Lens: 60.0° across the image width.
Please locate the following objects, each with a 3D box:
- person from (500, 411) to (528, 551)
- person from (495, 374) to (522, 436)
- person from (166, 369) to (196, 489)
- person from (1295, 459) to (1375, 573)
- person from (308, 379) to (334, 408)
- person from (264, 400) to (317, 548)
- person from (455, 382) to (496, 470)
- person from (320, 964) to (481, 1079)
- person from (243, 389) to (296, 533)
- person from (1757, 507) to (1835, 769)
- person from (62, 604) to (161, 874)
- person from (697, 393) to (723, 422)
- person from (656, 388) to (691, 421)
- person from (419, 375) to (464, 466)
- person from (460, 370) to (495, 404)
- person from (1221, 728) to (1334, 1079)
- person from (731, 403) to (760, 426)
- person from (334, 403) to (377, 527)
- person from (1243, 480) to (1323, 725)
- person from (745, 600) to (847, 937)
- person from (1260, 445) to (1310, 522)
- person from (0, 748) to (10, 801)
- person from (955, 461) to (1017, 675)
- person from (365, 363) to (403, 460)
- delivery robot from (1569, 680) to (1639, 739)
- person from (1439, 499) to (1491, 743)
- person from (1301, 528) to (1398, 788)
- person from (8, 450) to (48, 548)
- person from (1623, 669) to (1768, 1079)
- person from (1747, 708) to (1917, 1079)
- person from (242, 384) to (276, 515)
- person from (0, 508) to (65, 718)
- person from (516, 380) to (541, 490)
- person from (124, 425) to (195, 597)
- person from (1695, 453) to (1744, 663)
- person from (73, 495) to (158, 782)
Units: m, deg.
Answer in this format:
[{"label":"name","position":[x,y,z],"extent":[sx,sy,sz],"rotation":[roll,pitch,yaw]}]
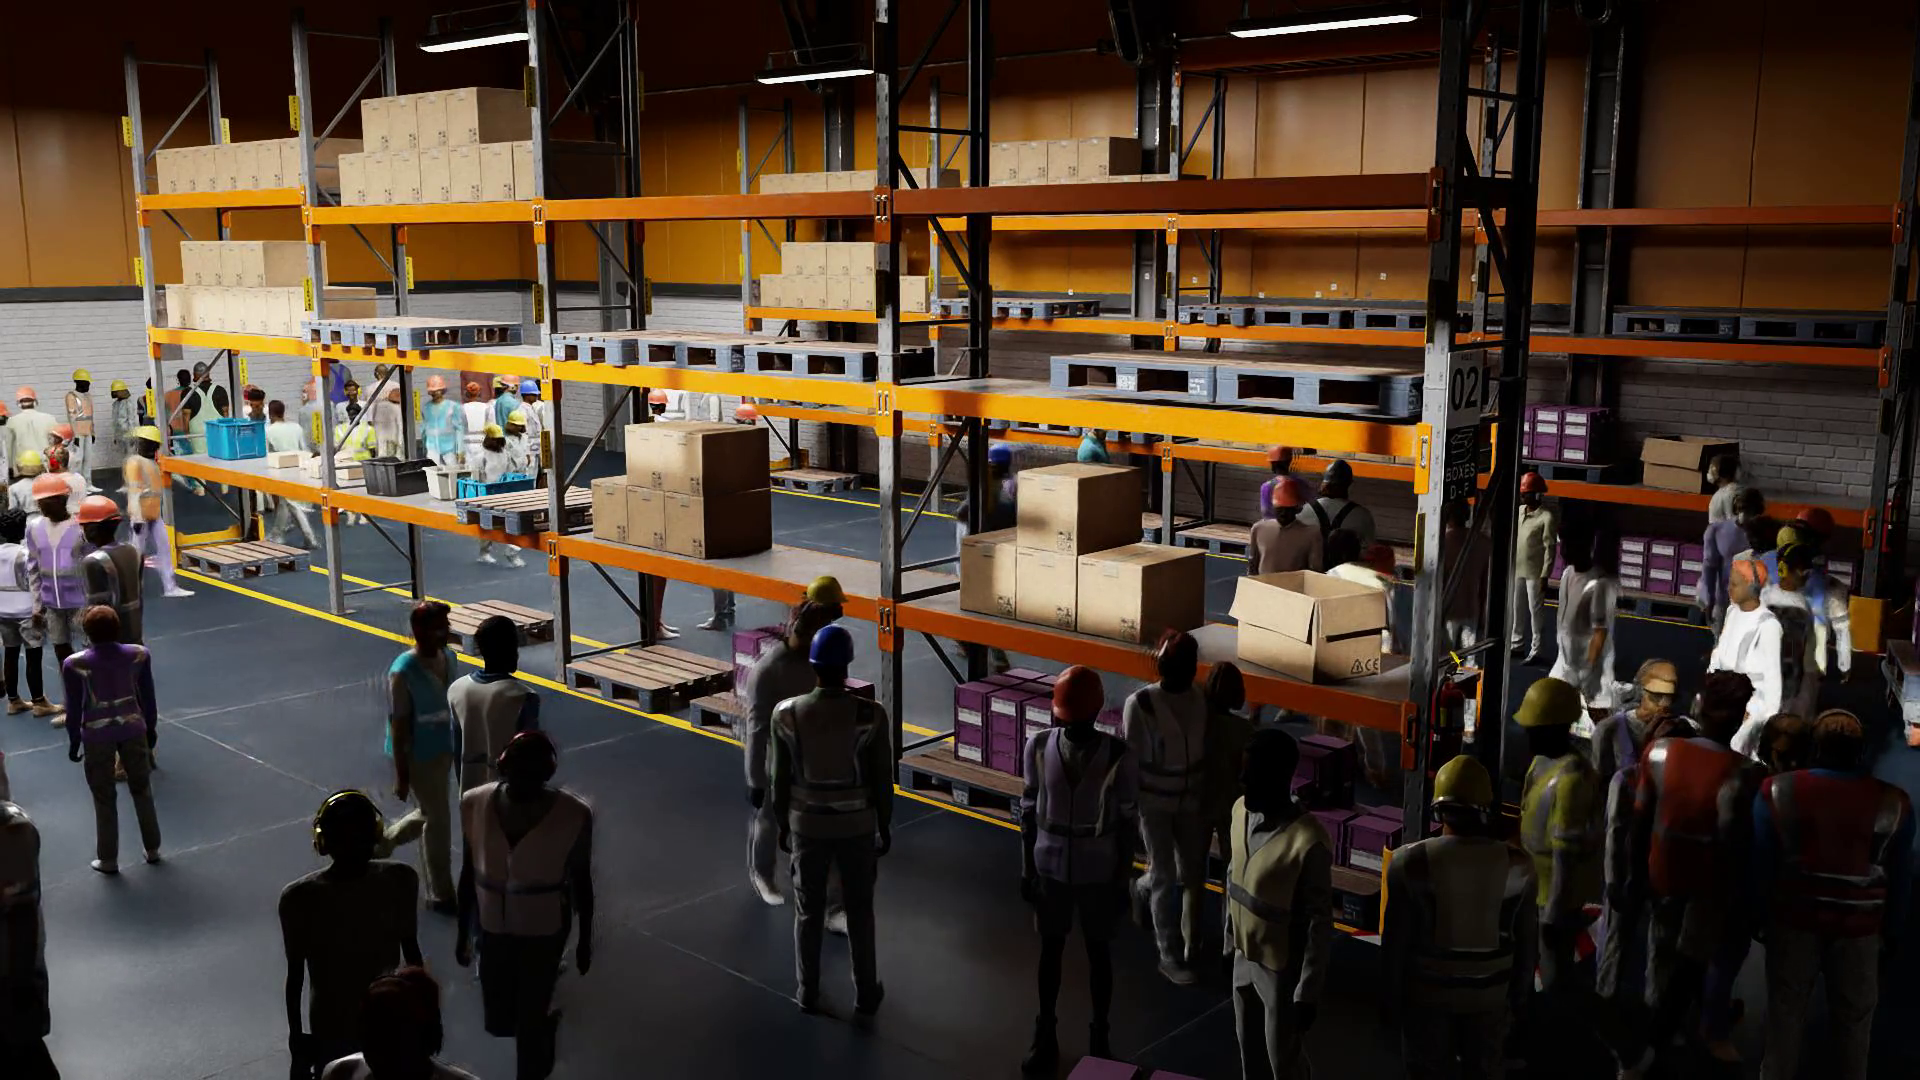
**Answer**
[{"label":"person","position":[-5.525,-0.744,20.752],"extent":[0.313,1.738,0.483],"rotation":[4,11,20]},{"label":"person","position":[-6.401,-1.403,23.755],"extent":[0.377,1.995,0.611],"rotation":[-9,13,-40]},{"label":"person","position":[-12.000,-1.699,25.744],"extent":[0.596,1.891,0.553],"rotation":[2,10,13]},{"label":"person","position":[3.098,0.336,13.791],"extent":[0.690,2.000,0.538],"rotation":[4,11,21]},{"label":"person","position":[-9.883,-1.601,25.627],"extent":[0.413,1.746,0.605],"rotation":[3,11,19]},{"label":"person","position":[-8.479,-0.829,20.902],"extent":[1.000,1.872,0.597],"rotation":[4,11,23]},{"label":"person","position":[-6.785,-1.273,23.337],"extent":[0.573,1.883,0.355],"rotation":[-4,11,-24]},{"label":"person","position":[-1.494,2.046,4.585],"extent":[0.610,1.879,0.498],"rotation":[3,11,17]},{"label":"person","position":[-9.125,-1.014,21.773],"extent":[0.998,1.912,0.619],"rotation":[9,14,42]},{"label":"person","position":[5.761,0.760,11.532],"extent":[0.858,1.991,0.641],"rotation":[-1,10,-8]},{"label":"person","position":[-5.124,1.196,10.068],"extent":[0.523,1.636,0.310],"rotation":[-10,14,-44]},{"label":"person","position":[-3.776,-1.591,25.012],"extent":[0.418,1.933,0.614],"rotation":[-5,11,-25]},{"label":"person","position":[-4.548,-1.811,26.413],"extent":[0.567,1.878,0.350],"rotation":[1,10,3]},{"label":"person","position":[-7.181,-1.303,23.137],"extent":[0.616,2.019,0.875],"rotation":[0,10,2]},{"label":"person","position":[-8.733,-2.513,30.279],"extent":[0.654,1.906,0.408],"rotation":[1,10,4]},{"label":"person","position":[1.243,1.671,6.591],"extent":[0.375,1.917,0.598],"rotation":[-4,11,-23]},{"label":"person","position":[-2.435,-0.560,18.983],"extent":[0.376,1.997,0.612],"rotation":[-8,13,-37]},{"label":"person","position":[-8.138,-1.007,22.399],"extent":[0.555,1.669,0.638],"rotation":[-2,10,-12]},{"label":"person","position":[2.480,0.521,12.961],"extent":[0.632,1.958,0.899],"rotation":[5,11,25]},{"label":"person","position":[-0.893,1.241,9.250],"extent":[0.671,1.842,1.062],"rotation":[-7,12,-34]},{"label":"person","position":[3.143,-0.001,16.155],"extent":[0.553,1.891,0.987],"rotation":[-3,10,-17]},{"label":"person","position":[-5.050,1.361,8.221],"extent":[0.641,1.960,0.762],"rotation":[-6,12,-30]},{"label":"person","position":[0.217,0.222,14.868],"extent":[0.639,1.902,1.000],"rotation":[-8,13,-37]},{"label":"person","position":[-9.072,-1.817,26.267],"extent":[0.629,1.936,0.373],"rotation":[-9,13,-41]},{"label":"delivery robot","position":[4.874,1.234,12.649],"extent":[0.707,0.478,0.477],"rotation":[-8,13,-37]},{"label":"person","position":[3.730,0.600,12.589],"extent":[0.633,1.936,0.353],"rotation":[-4,11,-20]},{"label":"person","position":[2.778,0.810,11.825],"extent":[0.650,1.790,0.904],"rotation":[-6,12,-30]},{"label":"person","position":[-9.440,-0.060,17.020],"extent":[0.496,1.698,0.897],"rotation":[-4,11,-23]},{"label":"person","position":[3.386,1.511,7.517],"extent":[1.029,1.904,0.620],"rotation":[-7,12,-35]},{"label":"person","position":[3.693,1.617,7.115],"extent":[0.627,1.844,0.429],"rotation":[4,11,21]},{"label":"person","position":[-9.880,-1.263,23.380],"extent":[0.396,1.847,0.564],"rotation":[4,11,20]},{"label":"person","position":[-7.530,0.586,13.352],"extent":[0.535,1.697,0.318],"rotation":[3,11,18]},{"label":"person","position":[-5.910,-1.221,22.855],"extent":[0.388,1.947,0.615],"rotation":[-1,10,-3]},{"label":"person","position":[-8.784,-0.295,17.860],"extent":[0.907,1.872,0.635],"rotation":[0,10,-1]},{"label":"person","position":[6.890,0.175,15.053],"extent":[0.505,1.915,0.657],"rotation":[3,10,16]},{"label":"person","position":[-6.000,0.695,11.758],"extent":[0.390,2.040,0.614],"rotation":[1,10,3]}]
